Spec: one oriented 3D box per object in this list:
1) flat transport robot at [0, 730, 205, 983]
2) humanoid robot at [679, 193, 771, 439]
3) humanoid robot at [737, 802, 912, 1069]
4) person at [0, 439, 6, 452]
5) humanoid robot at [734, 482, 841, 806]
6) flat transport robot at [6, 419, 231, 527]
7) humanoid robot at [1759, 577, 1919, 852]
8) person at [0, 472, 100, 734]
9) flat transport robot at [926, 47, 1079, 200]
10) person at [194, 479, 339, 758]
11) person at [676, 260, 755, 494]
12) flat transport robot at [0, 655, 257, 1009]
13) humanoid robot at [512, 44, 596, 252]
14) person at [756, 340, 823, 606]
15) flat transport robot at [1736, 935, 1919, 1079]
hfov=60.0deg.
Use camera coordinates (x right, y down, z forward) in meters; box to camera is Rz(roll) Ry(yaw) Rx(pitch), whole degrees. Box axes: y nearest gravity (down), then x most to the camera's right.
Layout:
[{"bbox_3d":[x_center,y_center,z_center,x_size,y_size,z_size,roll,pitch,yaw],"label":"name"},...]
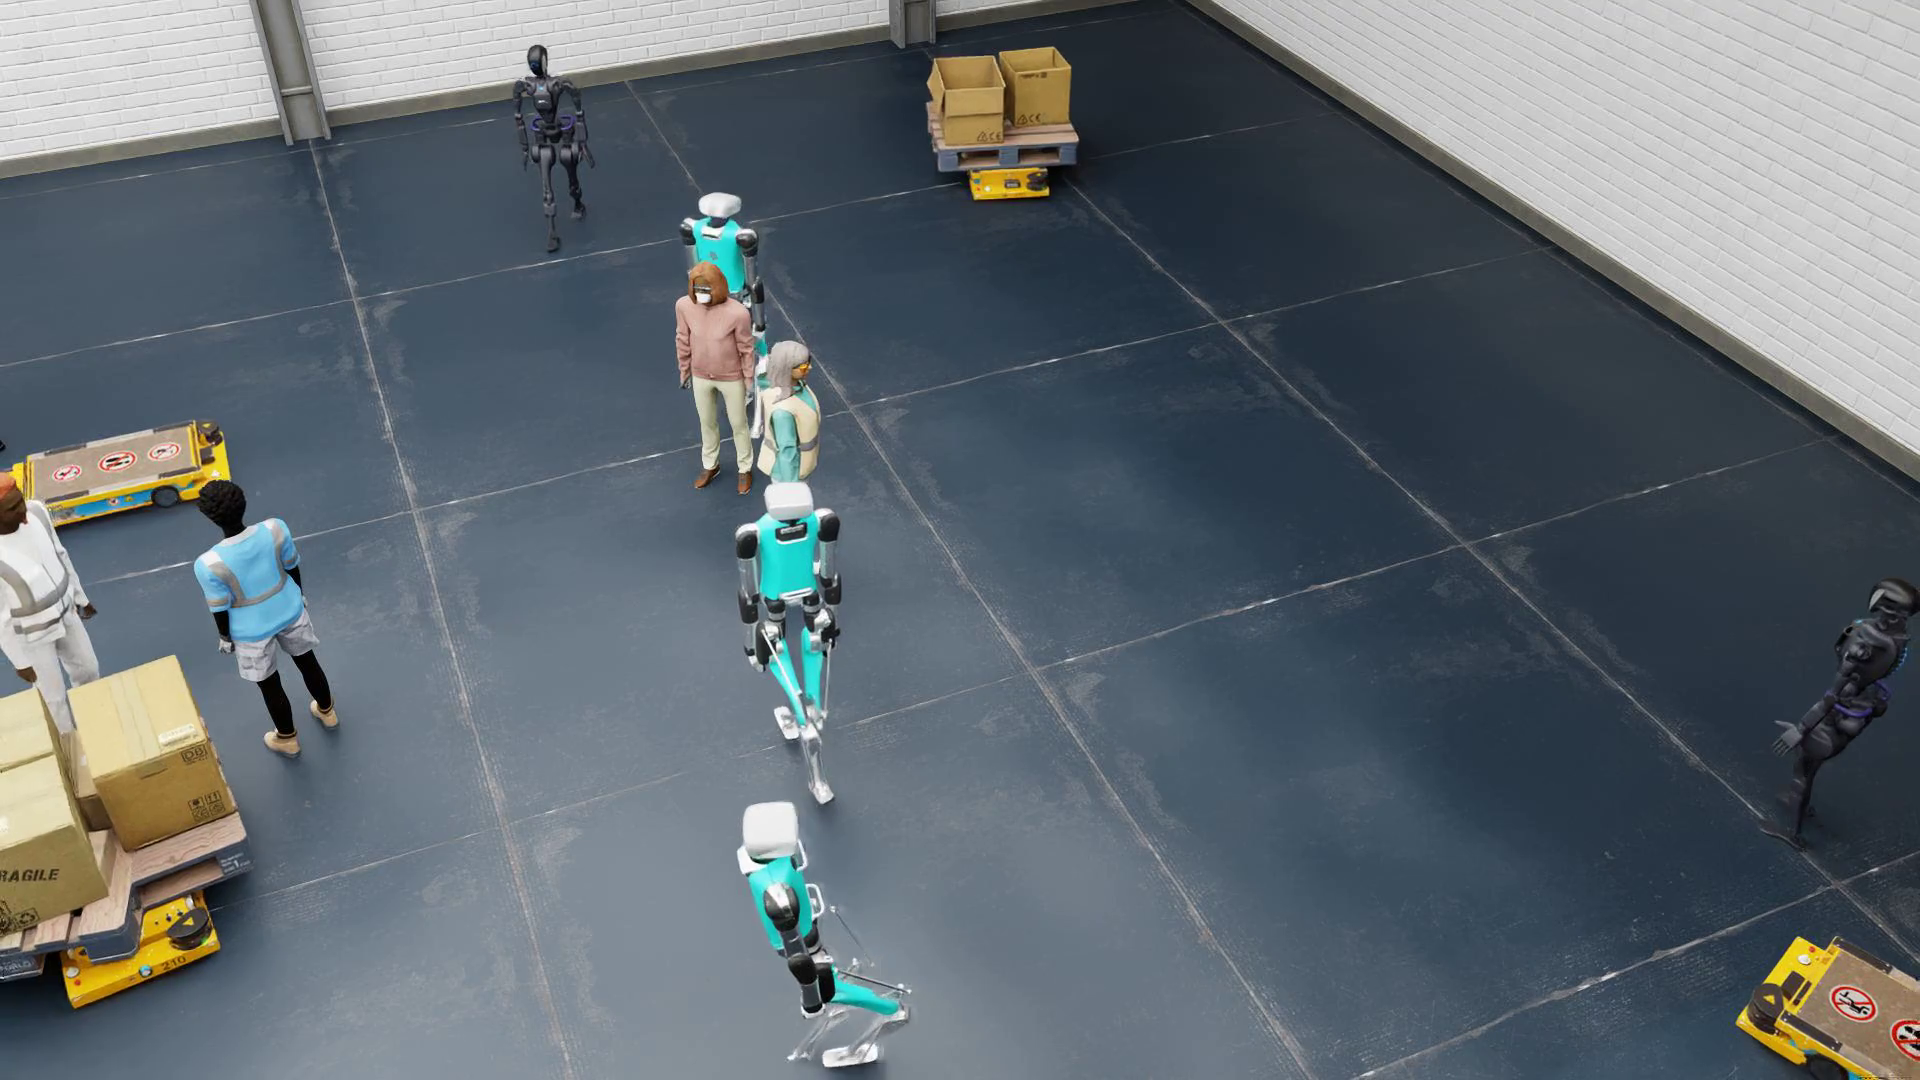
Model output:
[{"bbox_3d":[-4.416,1.723,8.031,1.431,0.231,0.659,-9,38,-11],"label":"flat transport robot"},{"bbox_3d":[-1.455,-1.565,11.105,0.532,1.792,0.734,12,39,15],"label":"humanoid robot"},{"bbox_3d":[-0.492,1.701,6.867,0.790,1.780,0.556,-11,39,-14],"label":"humanoid robot"},{"bbox_3d":[-6.666,-1.366,10.680,0.544,1.942,0.351,23,43,27],"label":"person"},{"bbox_3d":[-0.754,0.611,8.320,0.551,1.767,1.039,-15,40,-18],"label":"humanoid robot"},{"bbox_3d":[-5.522,-0.396,10.789,1.431,0.231,0.659,-15,40,-19],"label":"flat transport robot"},{"bbox_3d":[4.217,0.837,8.027,0.599,1.658,0.361,-26,44,-29],"label":"humanoid robot"},{"bbox_3d":[-4.613,0.430,8.398,0.348,1.878,0.587,6,38,8],"label":"person"},{"bbox_3d":[0.346,-3.402,14.701,0.659,0.231,1.431,-5,38,-6],"label":"flat transport robot"},{"bbox_3d":[-3.587,0.406,8.576,0.319,1.692,0.532,25,44,29],"label":"person"},{"bbox_3d":[-1.529,-1.024,10.483,0.507,1.631,0.274,8,38,10],"label":"person"},{"bbox_3d":[-4.151,1.615,8.171,0.659,0.231,1.431,-21,42,-25],"label":"flat transport robot"},{"bbox_3d":[-3.239,-3.201,13.349,0.593,1.643,0.799,-2,38,-2],"label":"humanoid robot"},{"bbox_3d":[-0.976,-0.399,9.609,0.368,1.708,0.468,1,38,2],"label":"person"},{"bbox_3d":[4.247,2.303,7.275,1.431,0.231,0.659,31,47,34],"label":"flat transport robot"}]
